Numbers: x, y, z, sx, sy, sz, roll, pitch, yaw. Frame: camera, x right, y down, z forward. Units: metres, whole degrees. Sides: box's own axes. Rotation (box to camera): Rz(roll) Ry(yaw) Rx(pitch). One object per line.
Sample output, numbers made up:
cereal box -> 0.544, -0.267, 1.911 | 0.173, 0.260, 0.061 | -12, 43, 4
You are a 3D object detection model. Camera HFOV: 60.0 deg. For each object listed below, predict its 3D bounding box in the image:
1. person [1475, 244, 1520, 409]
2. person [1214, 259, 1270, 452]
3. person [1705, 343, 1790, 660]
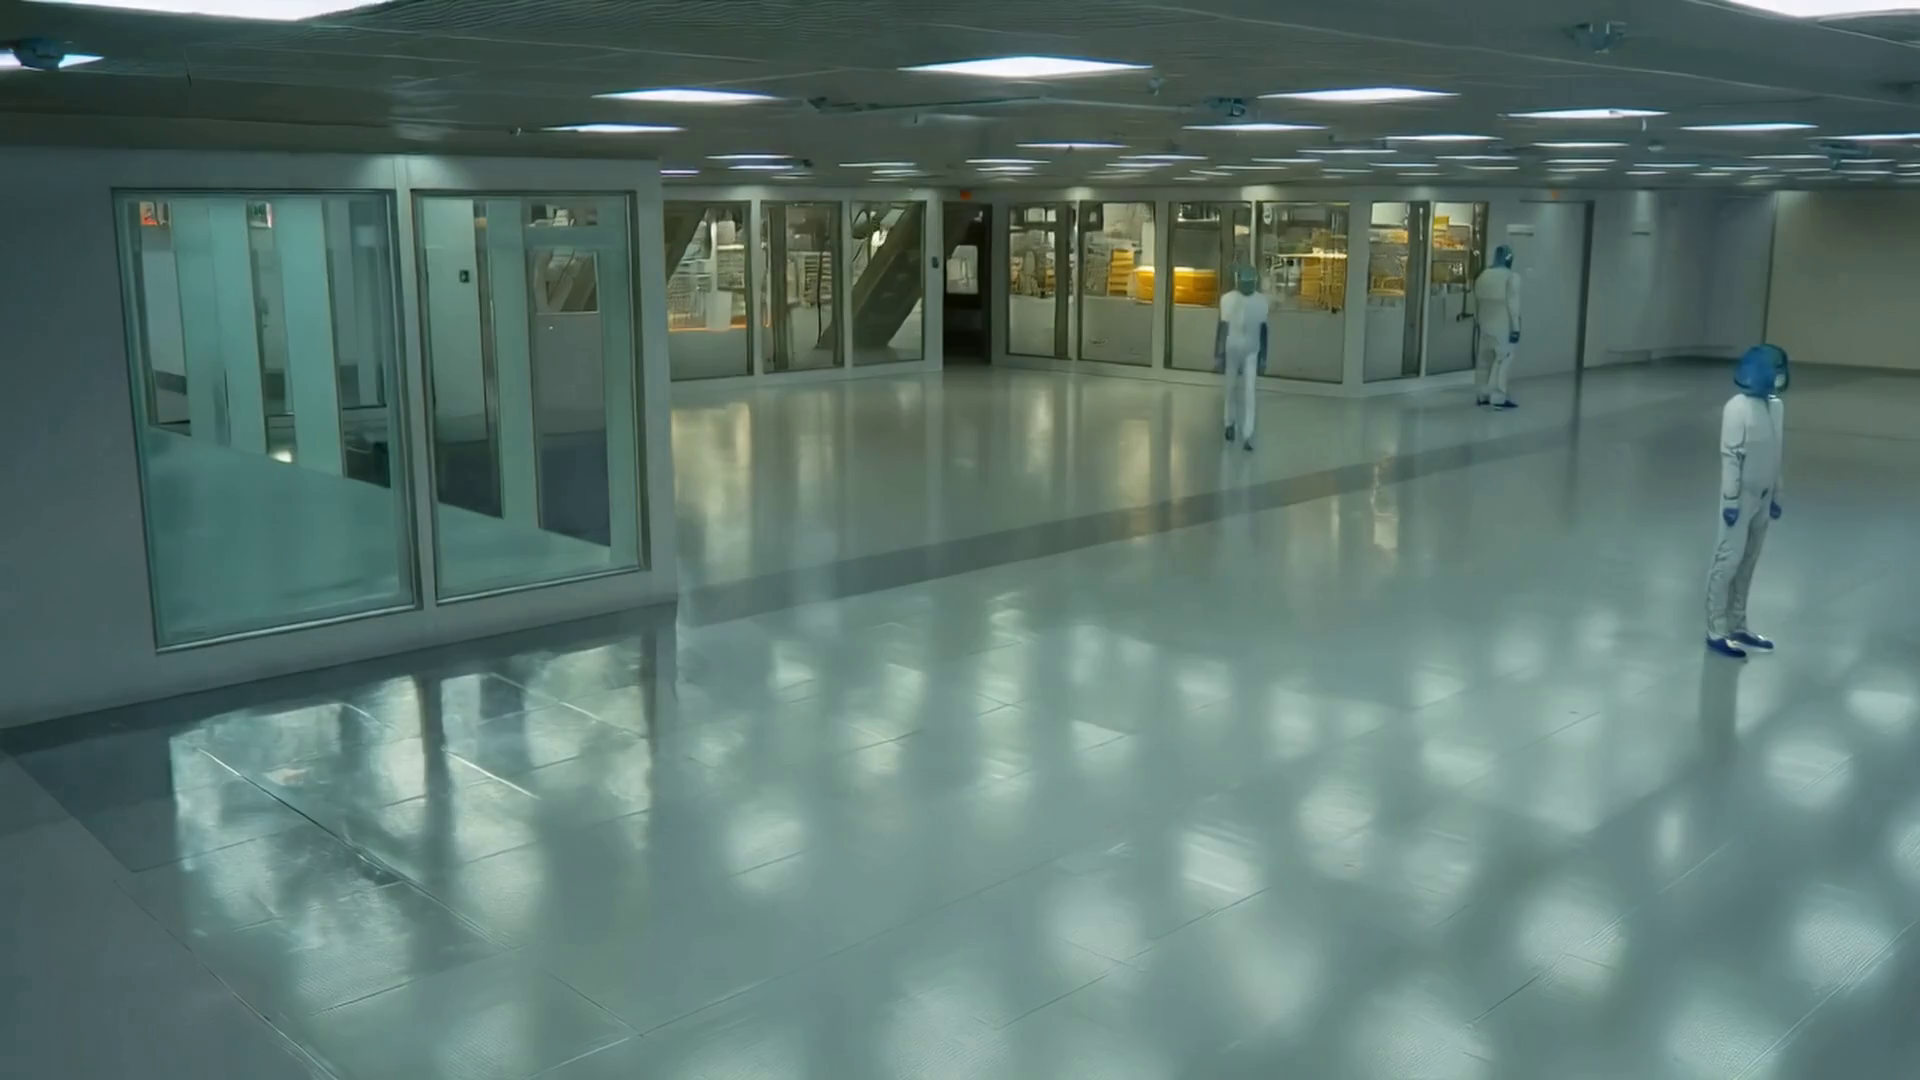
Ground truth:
person -> 6.303, -2.486, 19.416 | 0.406, 1.911, 0.639 | -5, 12, -23
person -> 2.750, -1.819, 16.266 | 0.531, 1.849, 0.849 | 0, 11, 2
person -> 4.125, -0.207, 8.682 | 0.500, 1.636, 0.284 | -9, 14, -38
